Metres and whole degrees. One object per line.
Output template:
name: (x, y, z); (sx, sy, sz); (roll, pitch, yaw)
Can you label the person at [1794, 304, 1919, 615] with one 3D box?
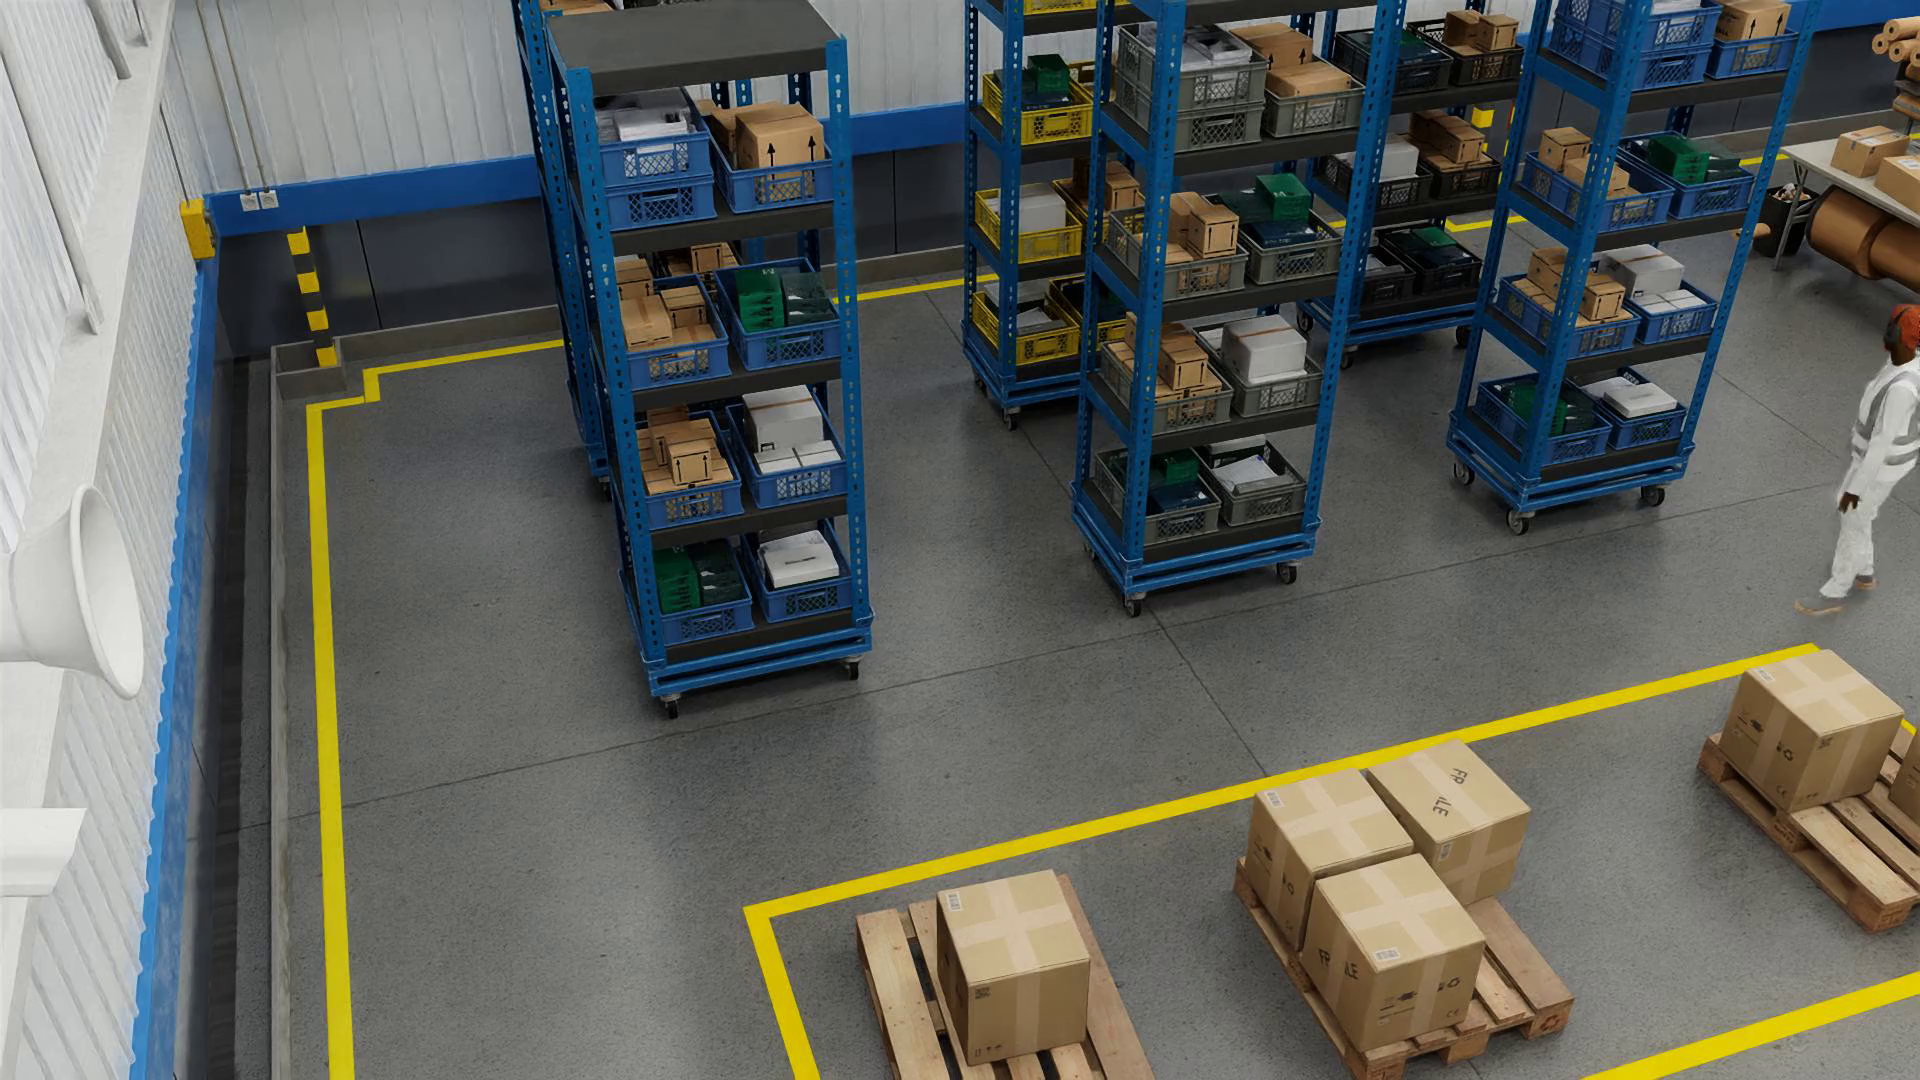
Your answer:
person: (5.113, -0.393, 9.226); (0.403, 1.878, 0.775); (14, 38, 19)
